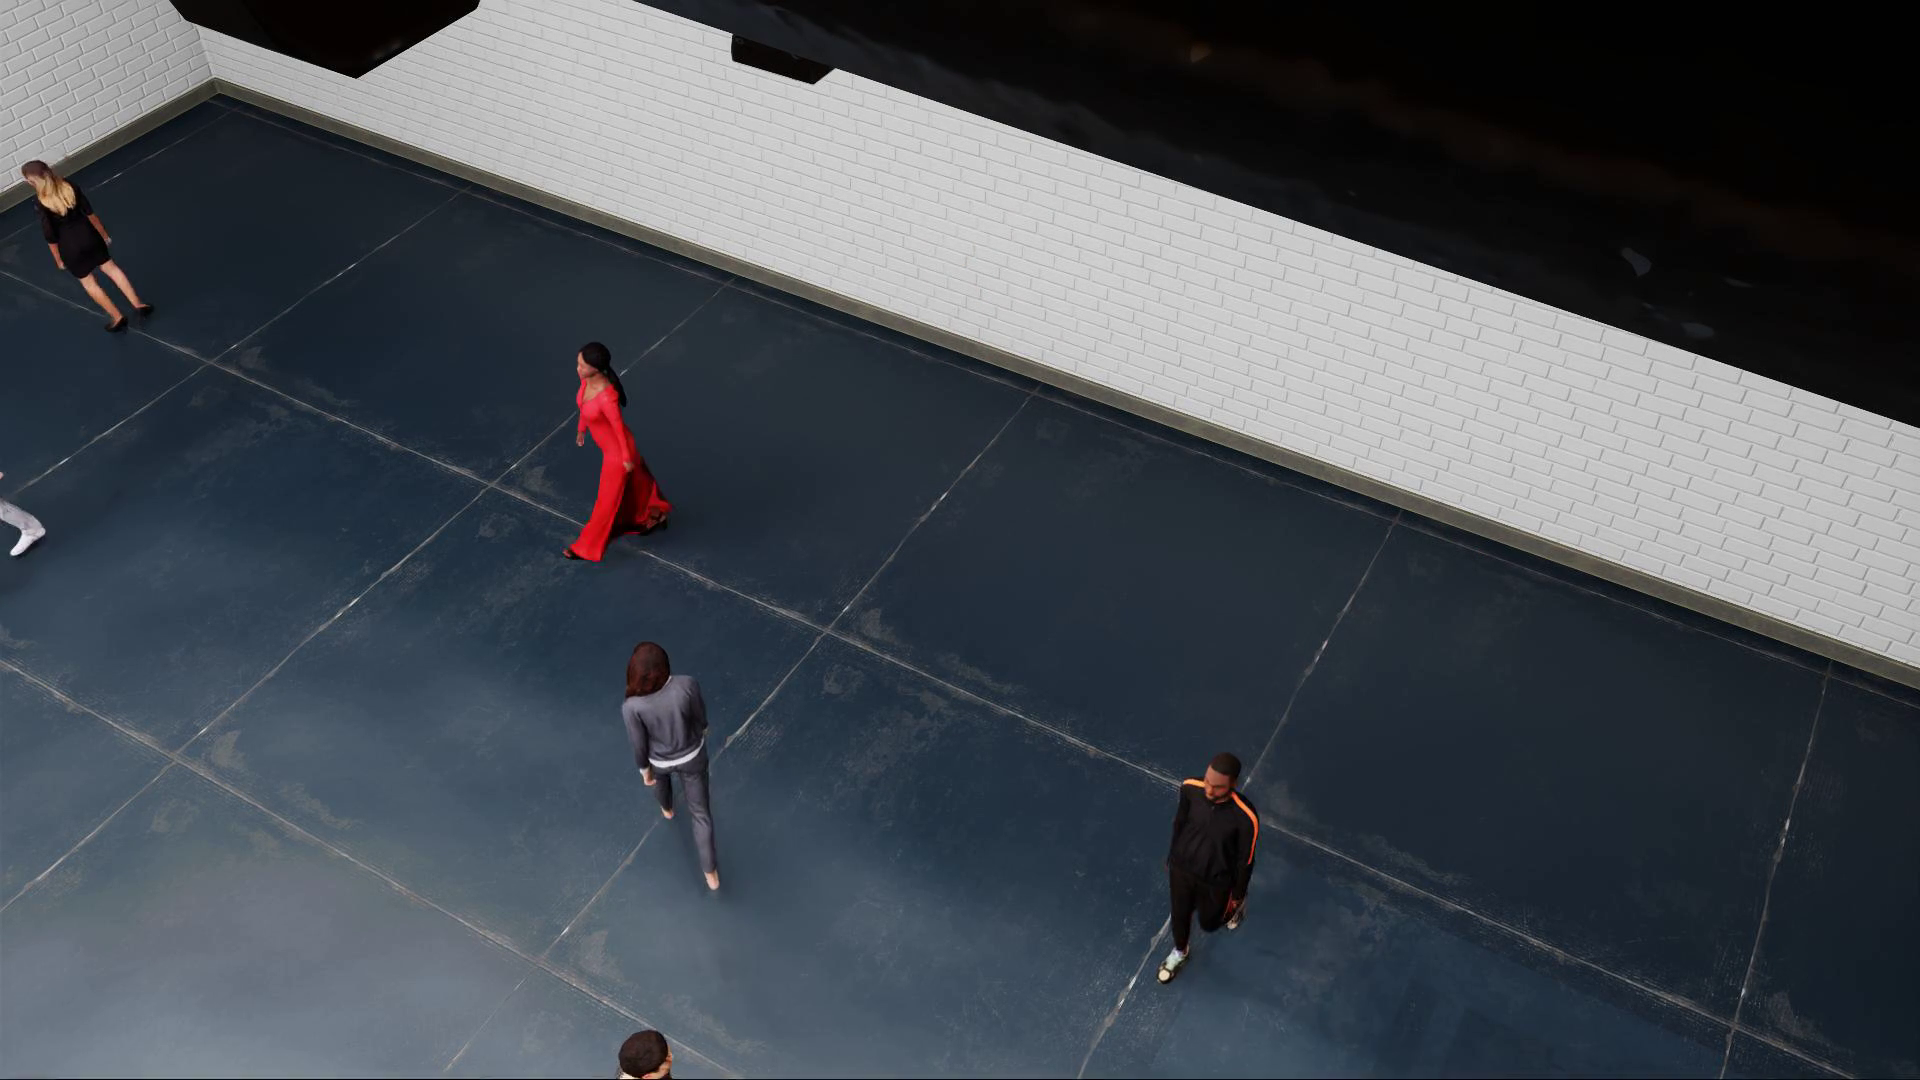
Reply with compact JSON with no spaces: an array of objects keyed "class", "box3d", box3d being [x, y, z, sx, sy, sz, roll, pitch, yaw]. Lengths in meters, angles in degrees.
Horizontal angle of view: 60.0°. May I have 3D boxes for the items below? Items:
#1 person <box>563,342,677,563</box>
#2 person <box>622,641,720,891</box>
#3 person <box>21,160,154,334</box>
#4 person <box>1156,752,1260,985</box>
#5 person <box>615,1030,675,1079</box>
[{"class":"person","box3d":[-2.290,-0.646,11.441,1.205,1.746,1.003,-21,48,-21]},{"class":"person","box3d":[-1.586,1.274,9.431,1.118,1.729,1.152,-12,45,-13]},{"class":"person","box3d":[-6.985,-2.338,13.281,0.782,1.648,0.452,29,51,27]},{"class":"person","box3d":[1.369,1.704,8.935,0.710,1.790,0.956,29,51,27]},{"class":"person","box3d":[-1.495,2.841,7.806,0.859,1.701,0.797,-7,44,-7]}]
